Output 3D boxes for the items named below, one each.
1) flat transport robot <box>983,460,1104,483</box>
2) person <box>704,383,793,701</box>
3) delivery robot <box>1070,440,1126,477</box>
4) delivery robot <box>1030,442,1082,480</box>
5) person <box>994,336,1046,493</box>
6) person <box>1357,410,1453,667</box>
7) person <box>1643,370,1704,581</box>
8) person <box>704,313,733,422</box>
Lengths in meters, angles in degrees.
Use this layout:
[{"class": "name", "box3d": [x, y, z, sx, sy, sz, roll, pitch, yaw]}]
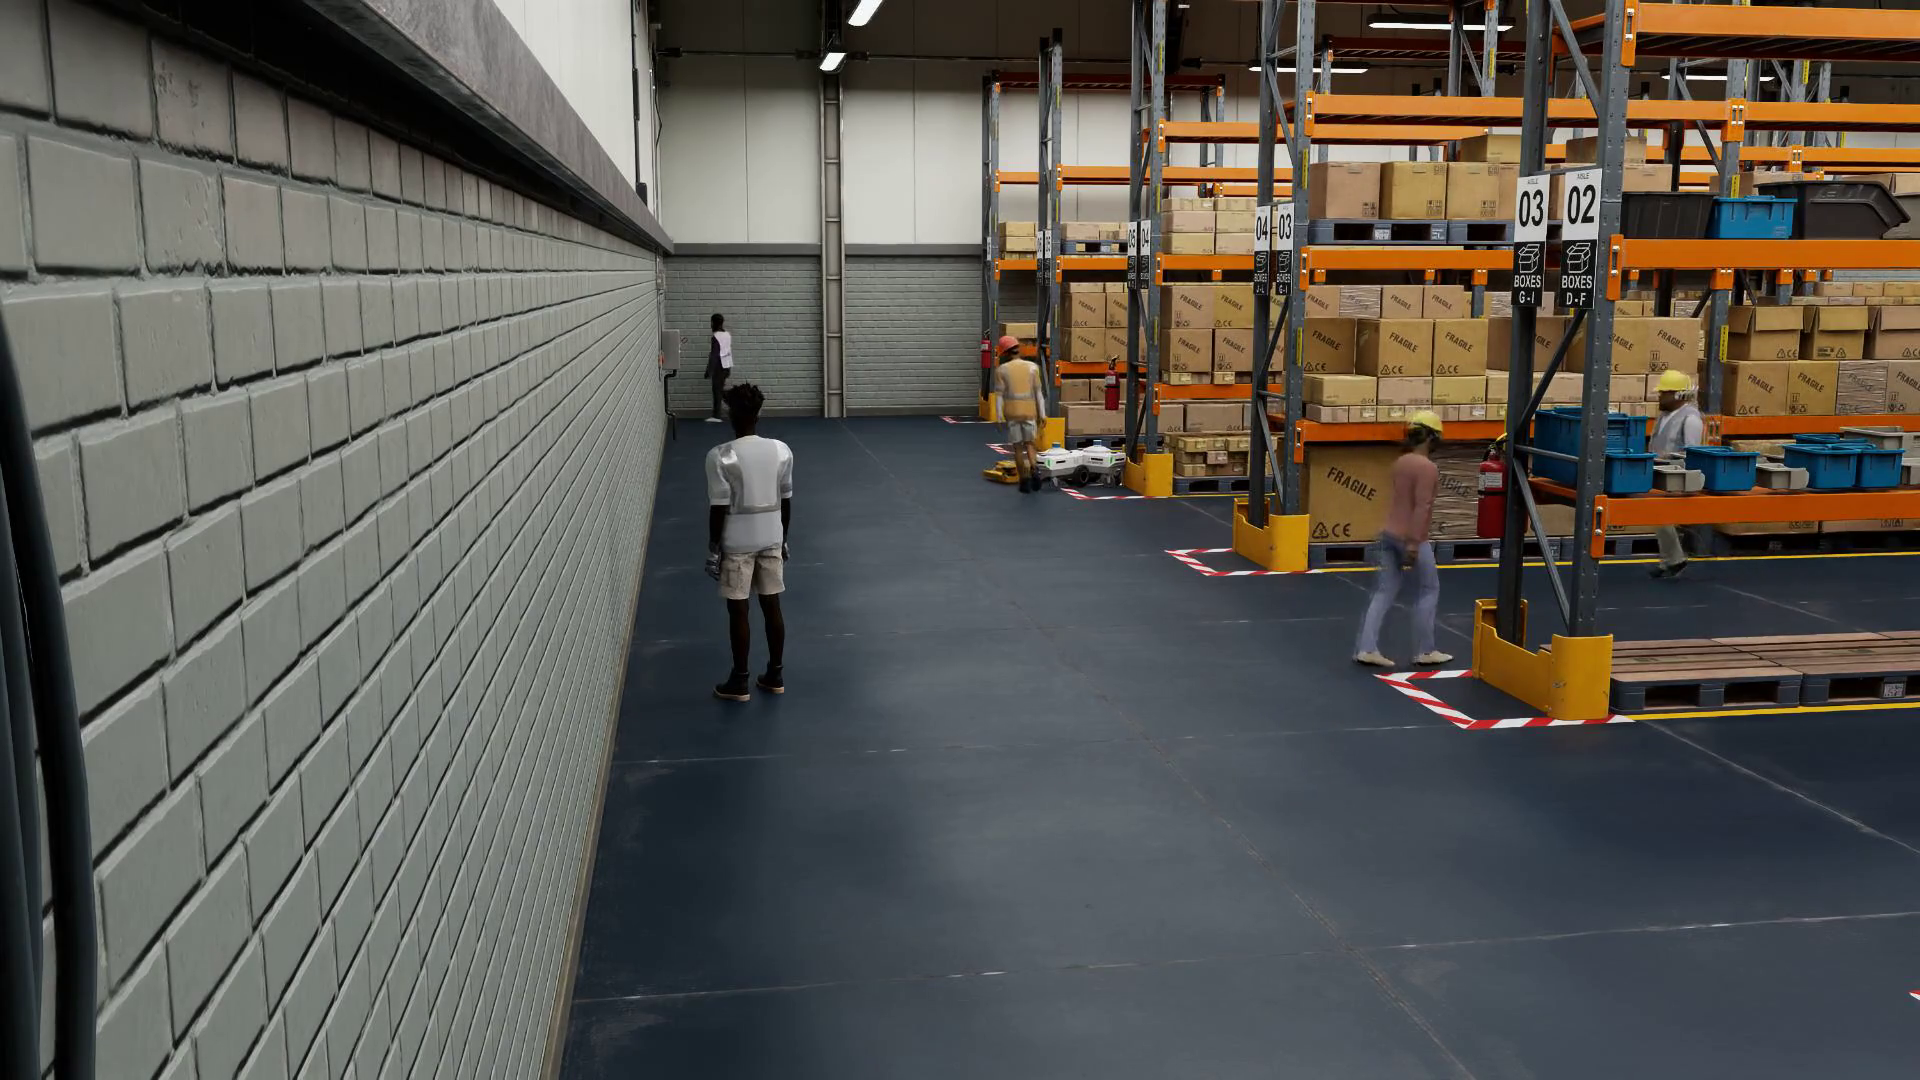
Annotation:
[{"class": "flat transport robot", "box3d": [1.068, -0.899, 21.137, 1.431, 0.197, 0.652, -5, 10, -26]}, {"class": "person", "box3d": [-1.310, 0.012, 10.304, 0.607, 1.965, 0.367, -8, 12, -40]}, {"class": "delivery robot", "box3d": [1.695, -0.990, 20.538, 0.707, 0.478, 0.477, 8, 12, 41]}, {"class": "delivery robot", "box3d": [1.171, -0.944, 20.254, 0.477, 0.478, 0.707, 8, 12, 41]}, {"class": "person", "box3d": [0.705, -1.487, 19.807, 0.629, 1.885, 0.436, -2, 9, -12]}, {"class": "person", "box3d": [3.005, 0.004, 11.088, 0.760, 1.722, 0.542, -3, 10, -17]}, {"class": "person", "box3d": [6.034, -0.533, 14.145, 0.434, 1.808, 0.614, 0, 9, -3]}, {"class": "person", "box3d": [-4.220, -3.005, 29.105, 0.503, 1.907, 0.629, 2, 9, 13]}]
